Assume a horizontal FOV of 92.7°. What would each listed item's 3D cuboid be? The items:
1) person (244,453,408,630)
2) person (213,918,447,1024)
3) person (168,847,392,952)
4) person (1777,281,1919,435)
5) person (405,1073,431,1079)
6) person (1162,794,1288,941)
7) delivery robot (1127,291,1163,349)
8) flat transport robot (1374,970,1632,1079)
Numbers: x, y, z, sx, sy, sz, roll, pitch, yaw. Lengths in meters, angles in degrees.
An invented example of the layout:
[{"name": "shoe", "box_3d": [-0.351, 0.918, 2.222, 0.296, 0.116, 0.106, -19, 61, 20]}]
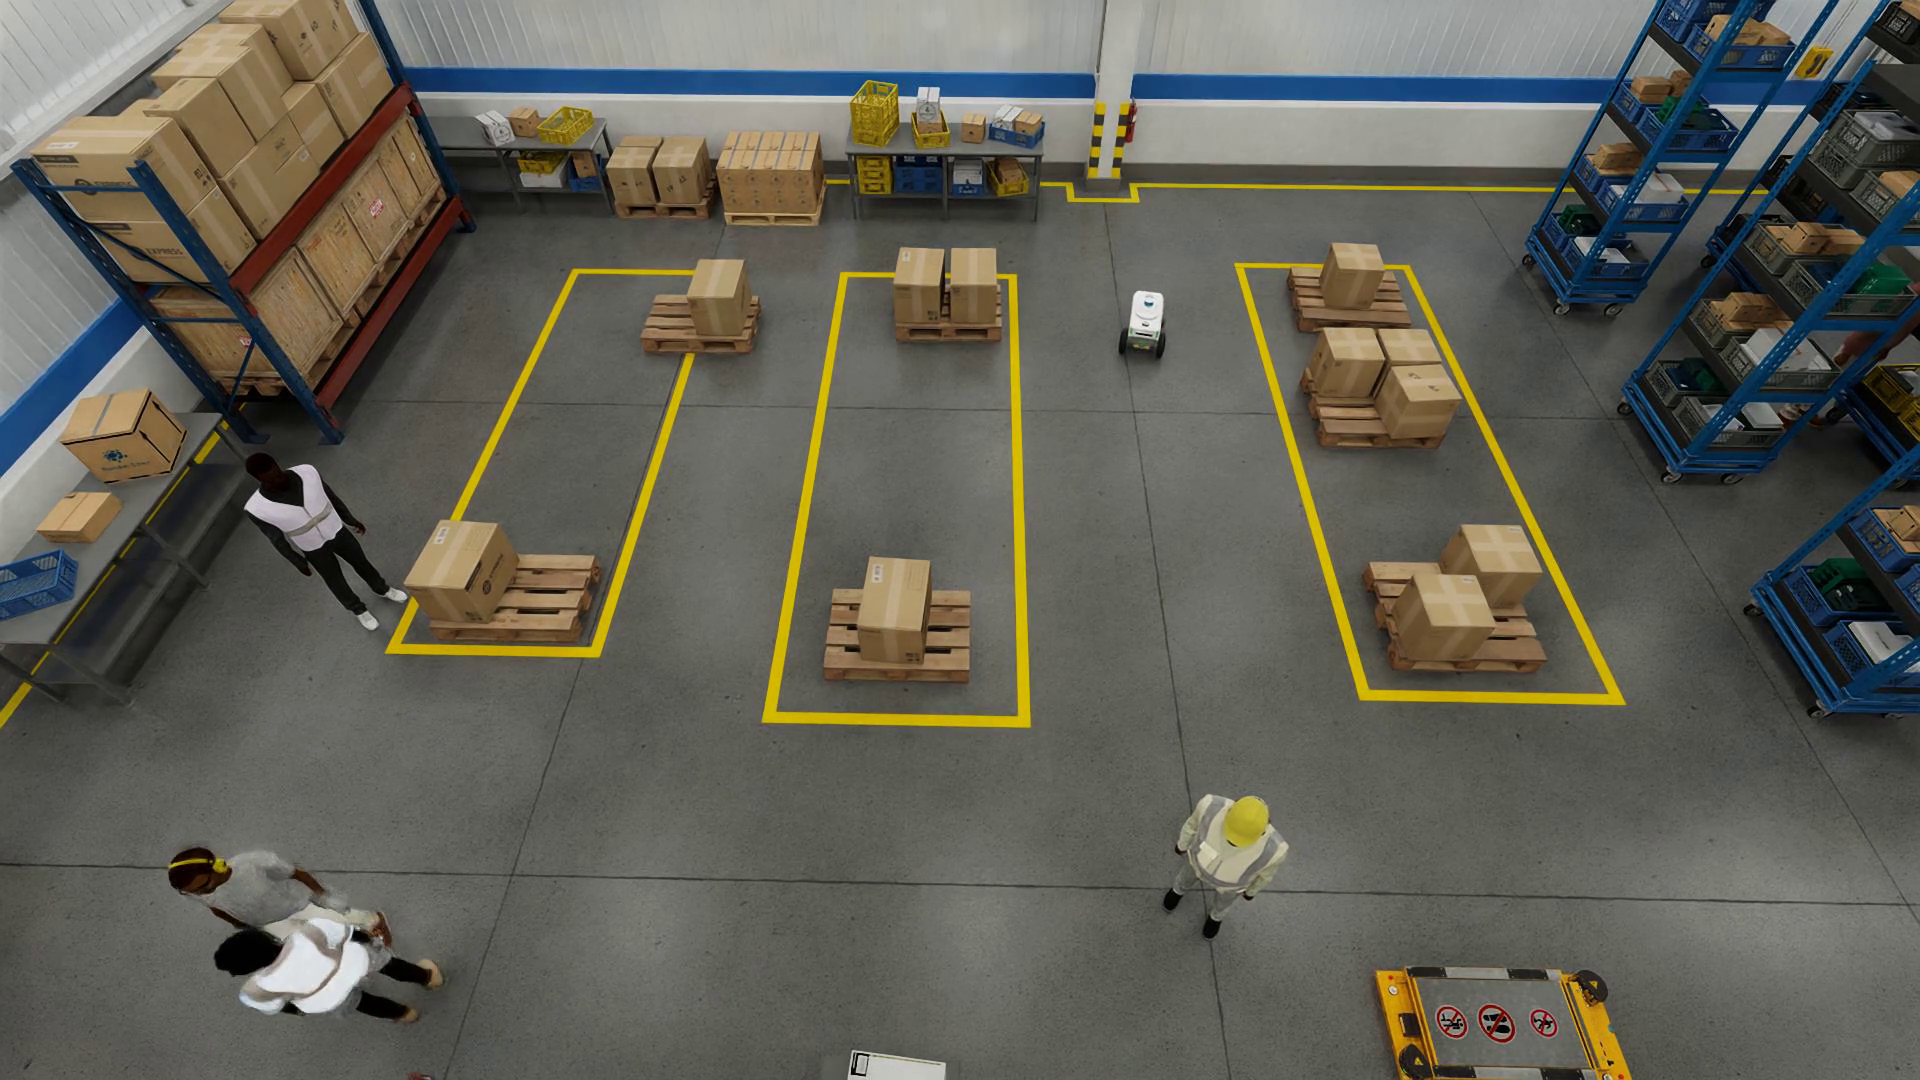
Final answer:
[{"name": "person", "box_3d": [-5.168, -0.014, 7.424, 0.378, 1.917, 0.598, 21, 54, 16]}, {"name": "person", "box_3d": [-3.718, 2.599, 5.450, 0.340, 1.669, 0.596, 23, 54, 17]}, {"name": "person", "box_3d": [-4.109, 2.272, 5.611, 0.559, 1.862, 0.436, -20, 54, -16]}, {"name": "person", "box_3d": [8.806, -1.866, 8.885, 0.610, 1.996, 0.378, -12, 52, -10]}, {"name": "person", "box_3d": [-2.567, 3.296, 4.792, 0.682, 1.835, 1.027, -7, 51, -6]}, {"name": "person", "box_3d": [1.638, 2.052, 5.801, 0.590, 1.823, 0.403, 31, 57, 23]}, {"name": "delivery robot", "box_3d": [2.080, -2.493, 10.260, 0.477, 0.478, 0.707, 9, 51, 7]}, {"name": "flat transport robot", "box_3d": [3.501, 3.133, 5.914, 1.431, 0.197, 0.652, 1, 51, 1]}]
